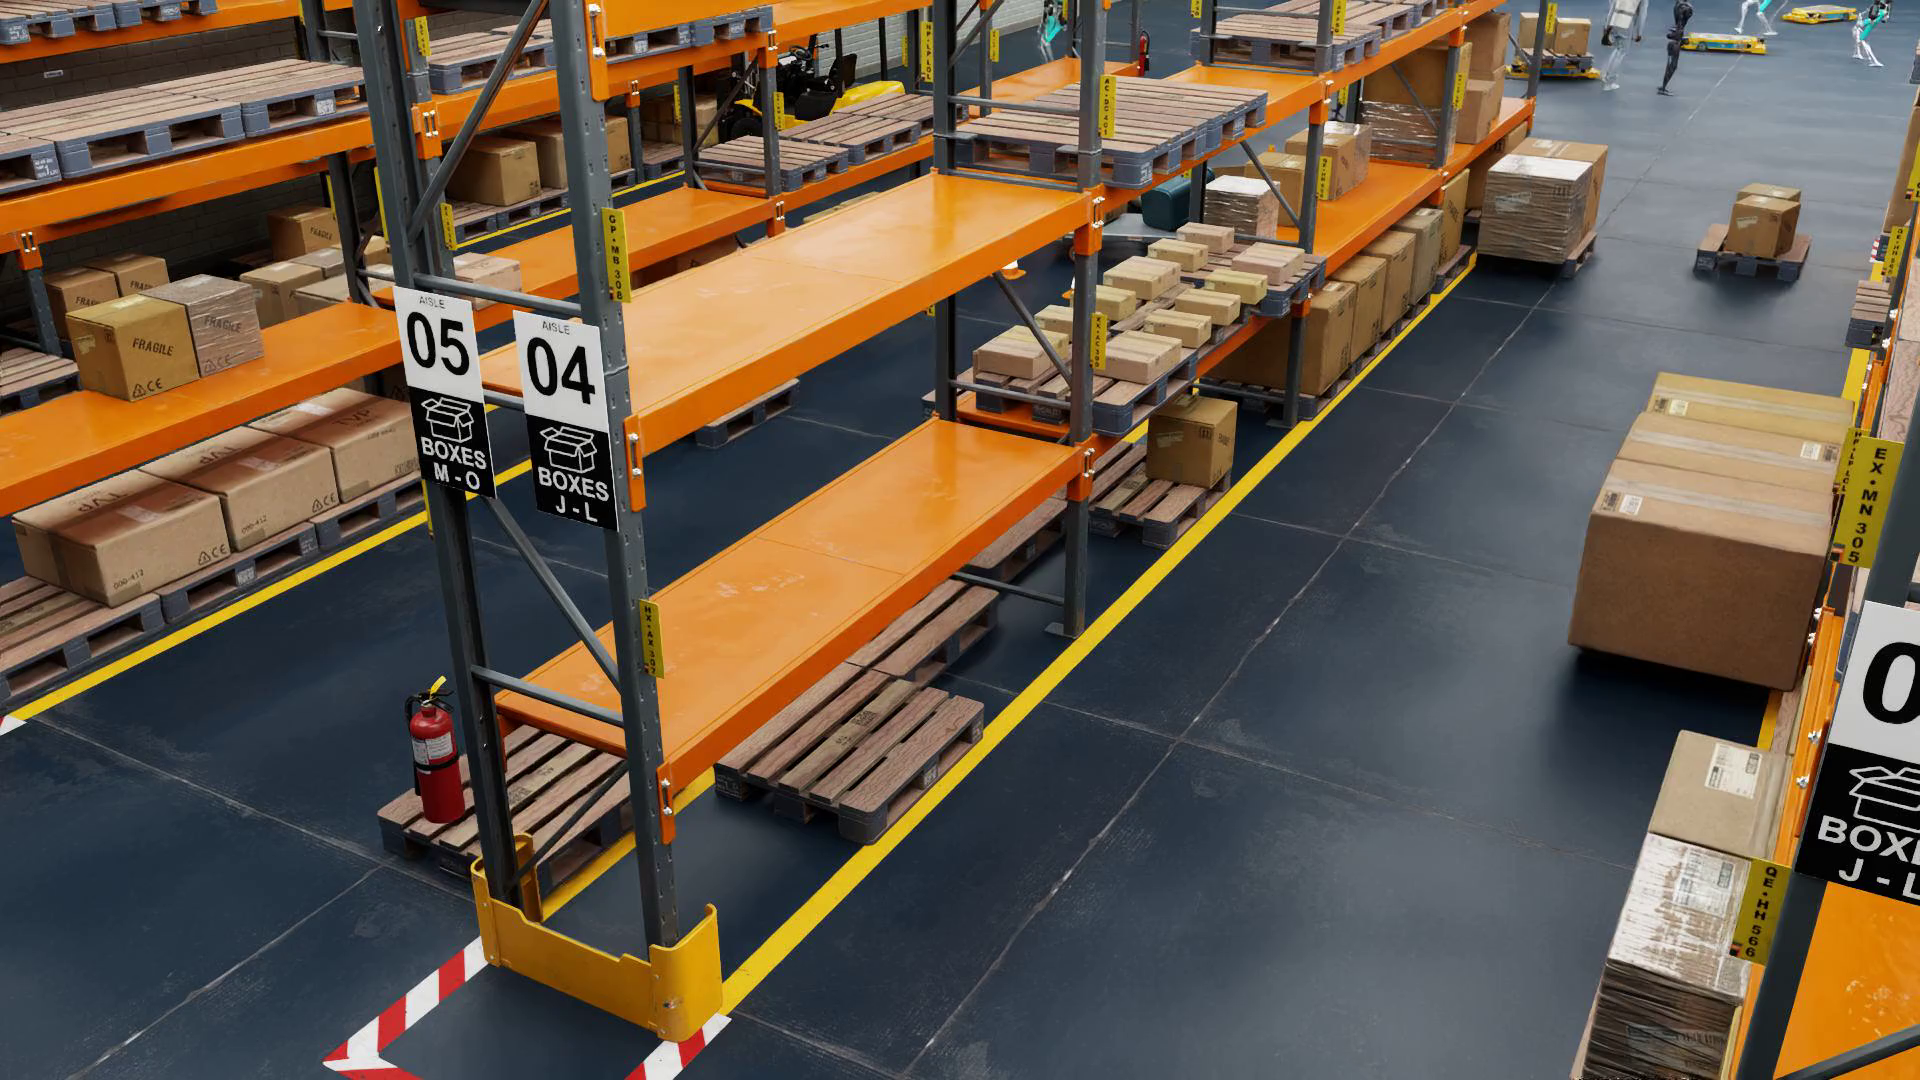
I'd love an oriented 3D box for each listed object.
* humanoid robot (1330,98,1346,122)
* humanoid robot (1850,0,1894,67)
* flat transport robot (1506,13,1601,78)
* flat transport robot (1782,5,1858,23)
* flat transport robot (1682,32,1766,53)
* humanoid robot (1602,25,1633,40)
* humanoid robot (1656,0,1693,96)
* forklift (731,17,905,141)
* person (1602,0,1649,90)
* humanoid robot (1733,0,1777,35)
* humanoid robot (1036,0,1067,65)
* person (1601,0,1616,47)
[{"bbox_3d":[5.595,-6.894,24.035,0.354,1.648,0.593,5,26,10],"label":"humanoid robot"},{"bbox_3d":[15.499,-8.959,28.283,0.544,1.774,0.887,-17,30,-31],"label":"humanoid robot"},{"bbox_3d":[9.823,-7.826,27.604,1.431,0.231,0.659,2,26,5],"label":"flat transport robot"},{"bbox_3d":[17.123,-10.448,33.051,1.431,0.231,0.659,-13,28,-24],"label":"flat transport robot"},{"bbox_3d":[13.707,-8.935,29.908,1.431,0.231,0.659,10,27,20],"label":"flat transport robot"},{"bbox_3d":[12.306,-10.174,30.895,0.589,1.631,0.746,-20,32,-36],"label":"humanoid robot"},{"bbox_3d":[11.170,-7.798,25.926,0.331,1.651,0.603,12,28,23],"label":"humanoid robot"},{"bbox_3d":[-1.819,-5.975,21.543,2.313,2.155,1.214,14,29,26],"label":"forklift"},{"bbox_3d":[10.518,-8.078,26.267,0.538,1.881,0.633,-15,29,-28],"label":"person"},{"bbox_3d":[15.051,-10.408,31.321,0.920,1.778,0.569,3,26,6],"label":"humanoid robot"},{"bbox_3d":[1.491,-8.599,27.473,0.530,1.740,0.734,20,32,36],"label":"humanoid robot"},{"bbox_3d":[11.865,-9.927,30.016,0.365,1.965,0.607,9,27,19],"label":"person"}]
